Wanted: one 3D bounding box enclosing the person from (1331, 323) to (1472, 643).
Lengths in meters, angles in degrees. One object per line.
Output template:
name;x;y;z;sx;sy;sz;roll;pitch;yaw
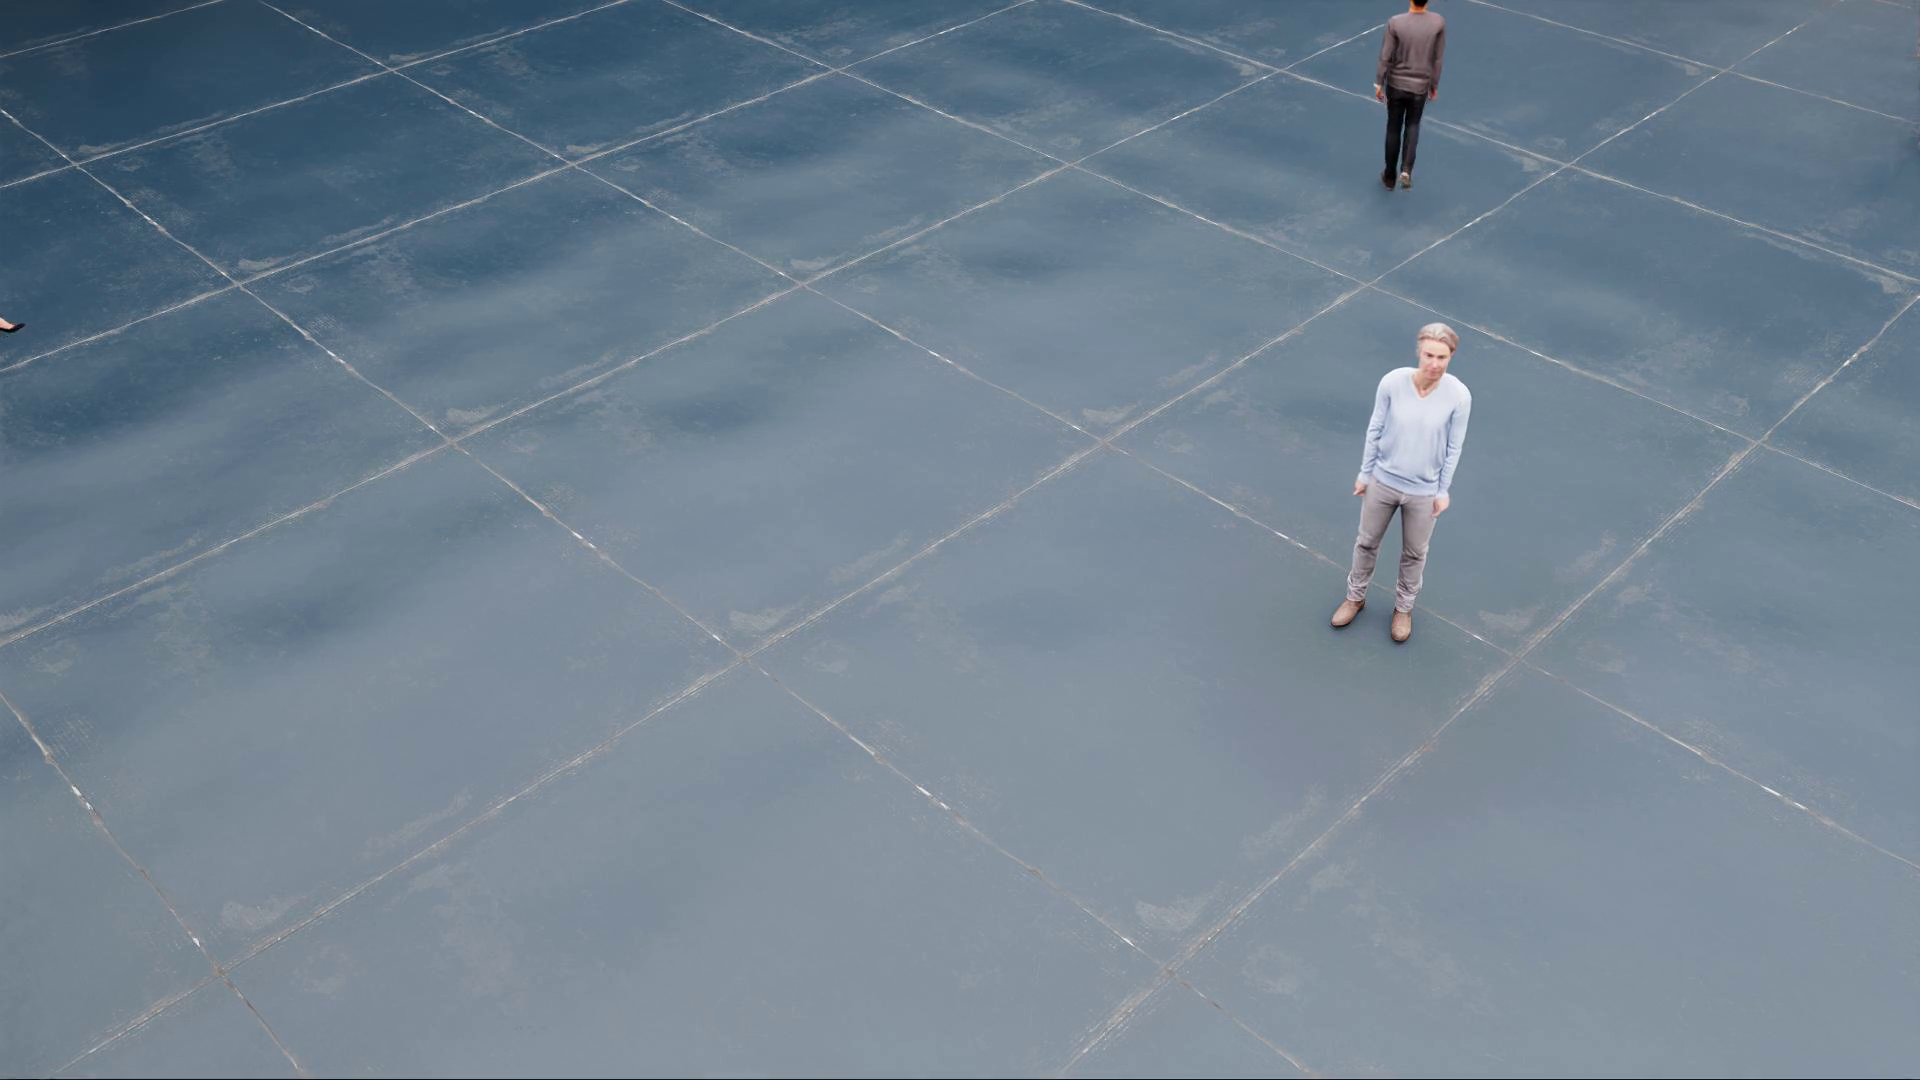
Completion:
person;2.357;-0.310;8.808;0.733;1.895;0.716;14;39;18

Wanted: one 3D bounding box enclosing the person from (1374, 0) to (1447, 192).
person;3.568;-3.573;13.209;0.872;1.762;0.935;10;38;13
